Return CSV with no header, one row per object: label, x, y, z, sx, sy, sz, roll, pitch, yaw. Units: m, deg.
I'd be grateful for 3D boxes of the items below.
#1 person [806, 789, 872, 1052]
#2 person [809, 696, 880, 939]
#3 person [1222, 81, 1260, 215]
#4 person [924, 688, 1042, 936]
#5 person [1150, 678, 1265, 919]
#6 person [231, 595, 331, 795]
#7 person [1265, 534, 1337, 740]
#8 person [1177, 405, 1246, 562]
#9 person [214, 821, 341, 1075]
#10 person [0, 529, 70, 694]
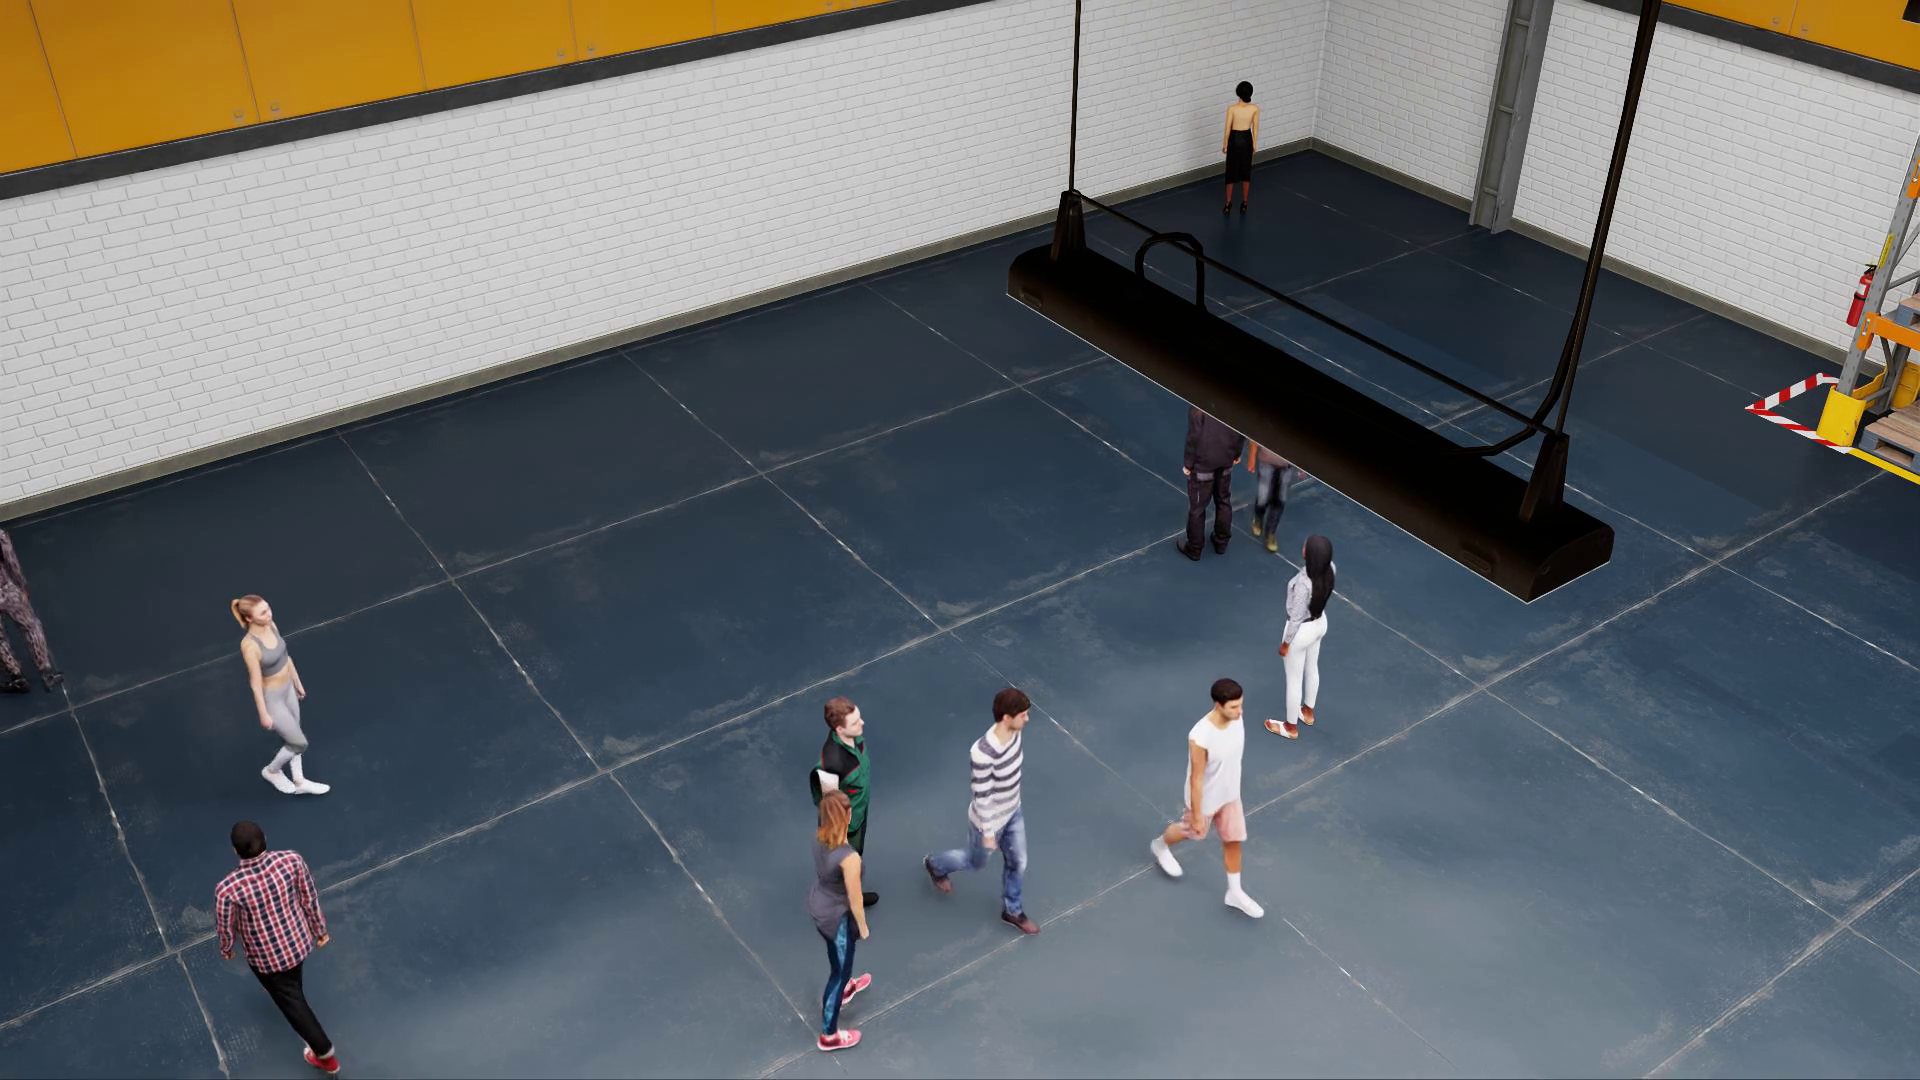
person,-0.765,2.212,9.729,0.677,1.700,0.681,-13,36,-19
person,-0.725,1.706,10.364,0.774,1.840,0.709,5,34,7
person,3.414,-4.791,20.308,0.659,1.653,0.696,-1,34,-1
person,0.128,1.679,10.426,1.183,1.815,0.866,24,41,32
person,1.543,1.574,10.646,0.759,1.748,1.171,-27,42,-35
person,-4.765,1.087,11.425,0.811,1.697,0.753,2,34,3
person,2.492,0.676,12.018,0.577,1.724,0.630,29,43,36
person,2.113,-0.667,13.936,0.777,1.838,0.665,-12,35,-17
person,-3.858,2.361,9.496,1.212,1.709,0.914,23,40,30
person,-7.222,0.453,12.382,0.612,1.693,0.664,23,40,30
